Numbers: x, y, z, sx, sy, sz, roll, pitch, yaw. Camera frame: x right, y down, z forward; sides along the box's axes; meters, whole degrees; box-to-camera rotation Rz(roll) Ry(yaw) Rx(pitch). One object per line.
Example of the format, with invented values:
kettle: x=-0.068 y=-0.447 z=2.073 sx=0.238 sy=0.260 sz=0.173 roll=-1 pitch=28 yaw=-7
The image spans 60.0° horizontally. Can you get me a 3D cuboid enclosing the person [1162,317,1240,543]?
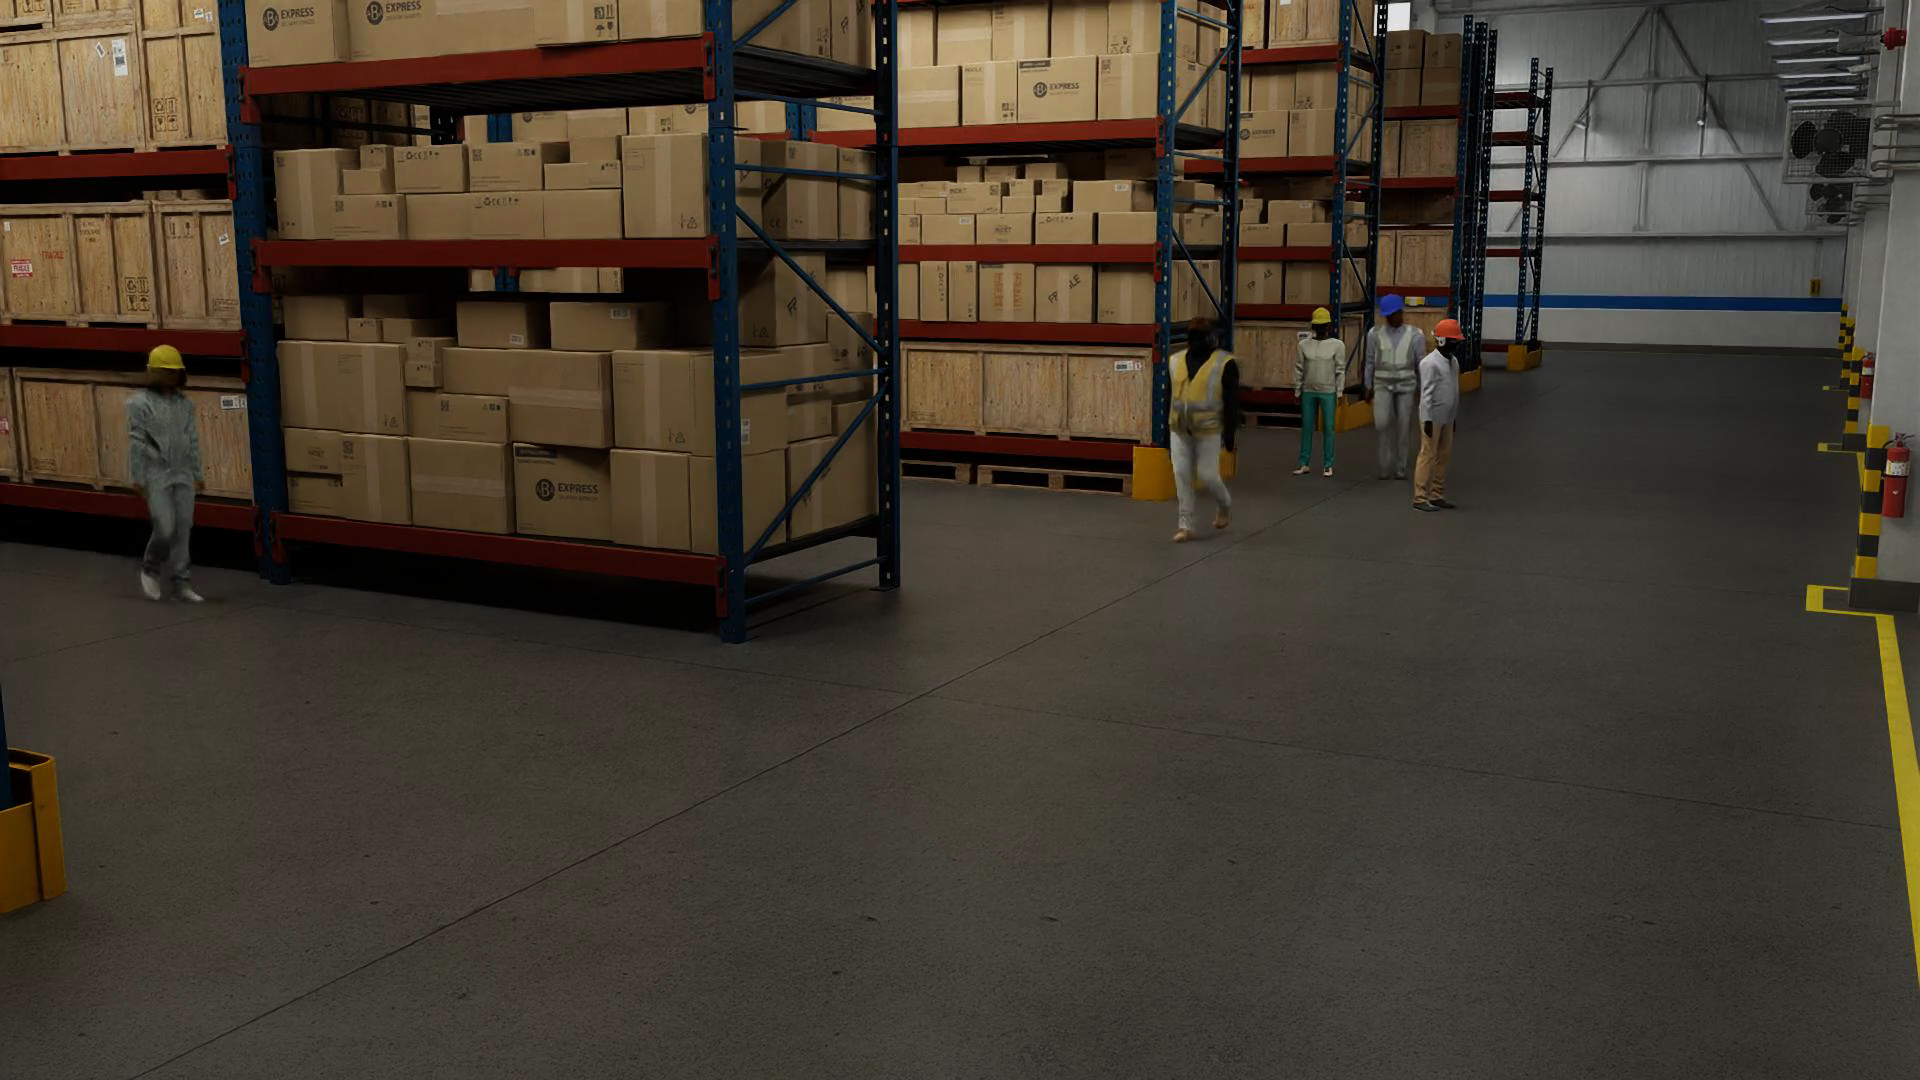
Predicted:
person: x=1.954 y=-0.898 z=13.503 sx=0.631 sy=1.826 sz=0.604 roll=6 pitch=12 yaw=33

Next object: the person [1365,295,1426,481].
person: x=4.428 y=-1.528 z=16.900 sx=0.642 sy=1.896 sz=0.786 roll=3 pitch=10 yaw=16

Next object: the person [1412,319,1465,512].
person: x=4.361 y=-1.124 z=15.050 sx=0.567 sy=1.742 sz=0.352 roll=-9 pitch=13 yaw=-43

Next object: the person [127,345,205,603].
person: x=-5.234 y=-0.426 z=11.022 sx=0.370 sy=1.728 sz=0.509 roll=5 pitch=11 yaw=27

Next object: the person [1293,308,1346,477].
person: x=3.746 y=-1.539 z=17.385 sx=0.535 sy=1.766 sz=0.321 roll=5 pitch=11 yaw=27
